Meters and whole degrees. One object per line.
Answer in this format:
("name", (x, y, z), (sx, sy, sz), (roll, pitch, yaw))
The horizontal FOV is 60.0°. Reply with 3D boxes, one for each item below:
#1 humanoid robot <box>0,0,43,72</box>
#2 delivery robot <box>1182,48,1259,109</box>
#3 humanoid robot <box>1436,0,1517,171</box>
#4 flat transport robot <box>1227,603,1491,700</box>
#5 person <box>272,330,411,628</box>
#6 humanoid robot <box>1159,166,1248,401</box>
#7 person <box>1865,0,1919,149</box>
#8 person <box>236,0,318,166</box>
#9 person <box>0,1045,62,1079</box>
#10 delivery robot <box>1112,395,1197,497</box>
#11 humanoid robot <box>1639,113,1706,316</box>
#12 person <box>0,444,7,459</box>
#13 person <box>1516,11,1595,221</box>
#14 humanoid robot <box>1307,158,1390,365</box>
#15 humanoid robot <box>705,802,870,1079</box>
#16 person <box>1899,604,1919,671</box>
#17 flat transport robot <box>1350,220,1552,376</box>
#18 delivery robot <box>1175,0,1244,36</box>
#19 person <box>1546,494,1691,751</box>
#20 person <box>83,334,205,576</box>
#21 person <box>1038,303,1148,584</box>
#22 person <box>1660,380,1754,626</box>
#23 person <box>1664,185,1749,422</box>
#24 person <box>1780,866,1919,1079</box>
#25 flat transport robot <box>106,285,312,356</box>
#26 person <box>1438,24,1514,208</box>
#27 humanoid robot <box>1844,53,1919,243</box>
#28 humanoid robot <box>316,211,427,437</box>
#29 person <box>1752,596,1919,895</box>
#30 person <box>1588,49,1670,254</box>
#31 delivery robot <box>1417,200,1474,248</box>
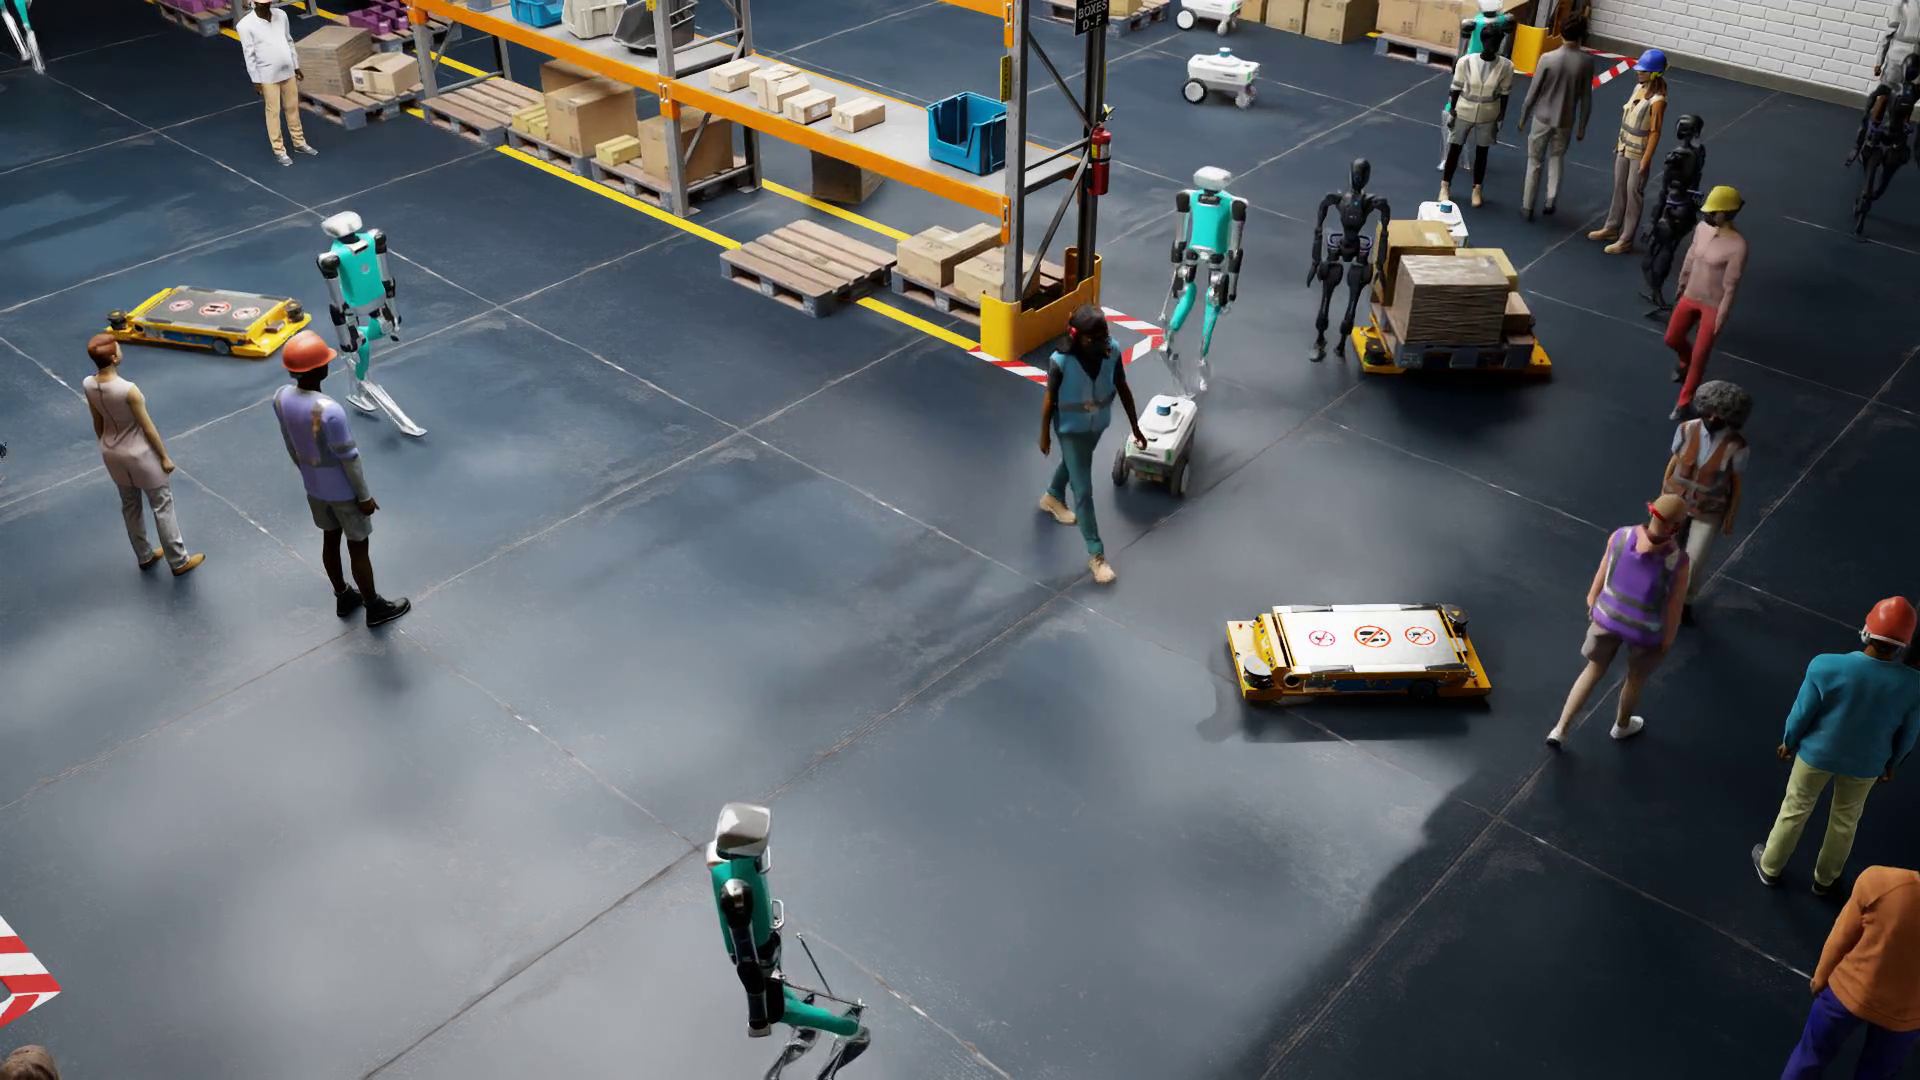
("humanoid robot", (-10.461, -6.023, 18.253), (0.537, 1.763, 0.922), (-14, 37, -19))
("delivery robot", (2.769, -4.930, 17.710), (0.790, 0.606, 0.499), (14, 37, 20))
("humanoid robot", (4.817, -4.346, 15.832), (0.539, 1.787, 0.747), (-7, 35, -10))
("flat transport robot", (2.348, 0.664, 9.848), (1.431, 0.231, 0.659), (-1, 35, -1))
("person", (-3.694, -0.351, 9.851), (0.542, 1.939, 0.362), (19, 39, 25))
("humanoid robot", (1.684, -1.738, 12.073), (0.559, 1.791, 0.826), (16, 38, 22))
("person", (9.155, -4.633, 16.070), (0.550, 1.923, 0.387), (13, 37, 18))
("person", (-6.592, -4.520, 16.051), (0.337, 1.749, 0.572), (19, 39, 25))
("person", (-3.167, 2.432, 6.059), (0.497, 1.658, 0.337), (-16, 38, -21))
("delivery robot", (1.402, -0.701, 11.564), (0.499, 0.583, 0.758), (13, 37, 17))
("humanoid robot", (5.764, -2.605, 13.350), (0.616, 1.647, 0.412), (-24, 41, -31))
("person", (-6.780, -1.151, 11.146), (0.420, 1.784, 0.741), (-3, 35, -4))
("person", (5.296, -3.751, 14.826), (0.564, 1.879, 0.453), (3, 35, 5))
("humanoid robot", (2.952, -2.097, 12.614), (0.603, 1.651, 0.355), (7, 35, 11))
("humanoid robot", (-0.647, 1.812, 6.934), (0.749, 1.844, 0.542), (-4, 35, -6))
("person", (5.696, 0.086, 9.300), (0.333, 1.843, 0.519), (-14, 37, -20))
("flat transport robot", (3.833, -1.532, 13.030), (1.431, 0.231, 0.659), (0, 35, 0))
("delivery robot", (2.954, -6.318, 19.726), (0.782, 0.611, 0.511), (19, 39, 25))
("person", (3.573, 0.462, 8.913), (0.673, 1.670, 0.509), (-29, 44, -35))
("person", (-5.130, -0.518, 10.341), (0.454, 1.655, 0.279), (9, 36, 13))
("person", (0.797, -0.718, 10.499), (0.596, 1.819, 0.994), (-17, 38, -23))
("person", (4.369, -0.203, 9.875), (0.463, 1.668, 0.398), (28, 43, 34))
("person", (5.431, -1.743, 12.043), (0.541, 1.748, 0.546), (-18, 38, -24))
("person", (3.710, 1.821, 6.680), (0.517, 1.973, 0.401), (20, 39, 26))
("flat transport robot", (-6.040, -1.764, 13.366), (1.431, 0.231, 0.659), (8, 35, 11))
("person", (4.707, -3.864, 15.157), (0.534, 1.694, 0.320), (8, 35, 11))
("humanoid robot", (8.178, -3.504, 14.696), (0.608, 1.653, 0.722), (6, 35, 9))
("humanoid robot", (-4.312, -1.537, 11.772), (1.039, 1.754, 0.557), (21, 40, 27))
("person", (4.270, 1.004, 8.048), (0.562, 1.751, 0.327), (11, 36, 15))
("person", (5.797, -3.340, 14.319), (0.325, 1.777, 0.466), (-5, 35, -7))
("delivery robot", (4.164, -2.642, 14.374), (0.499, 0.581, 0.774), (3, 35, 4))
